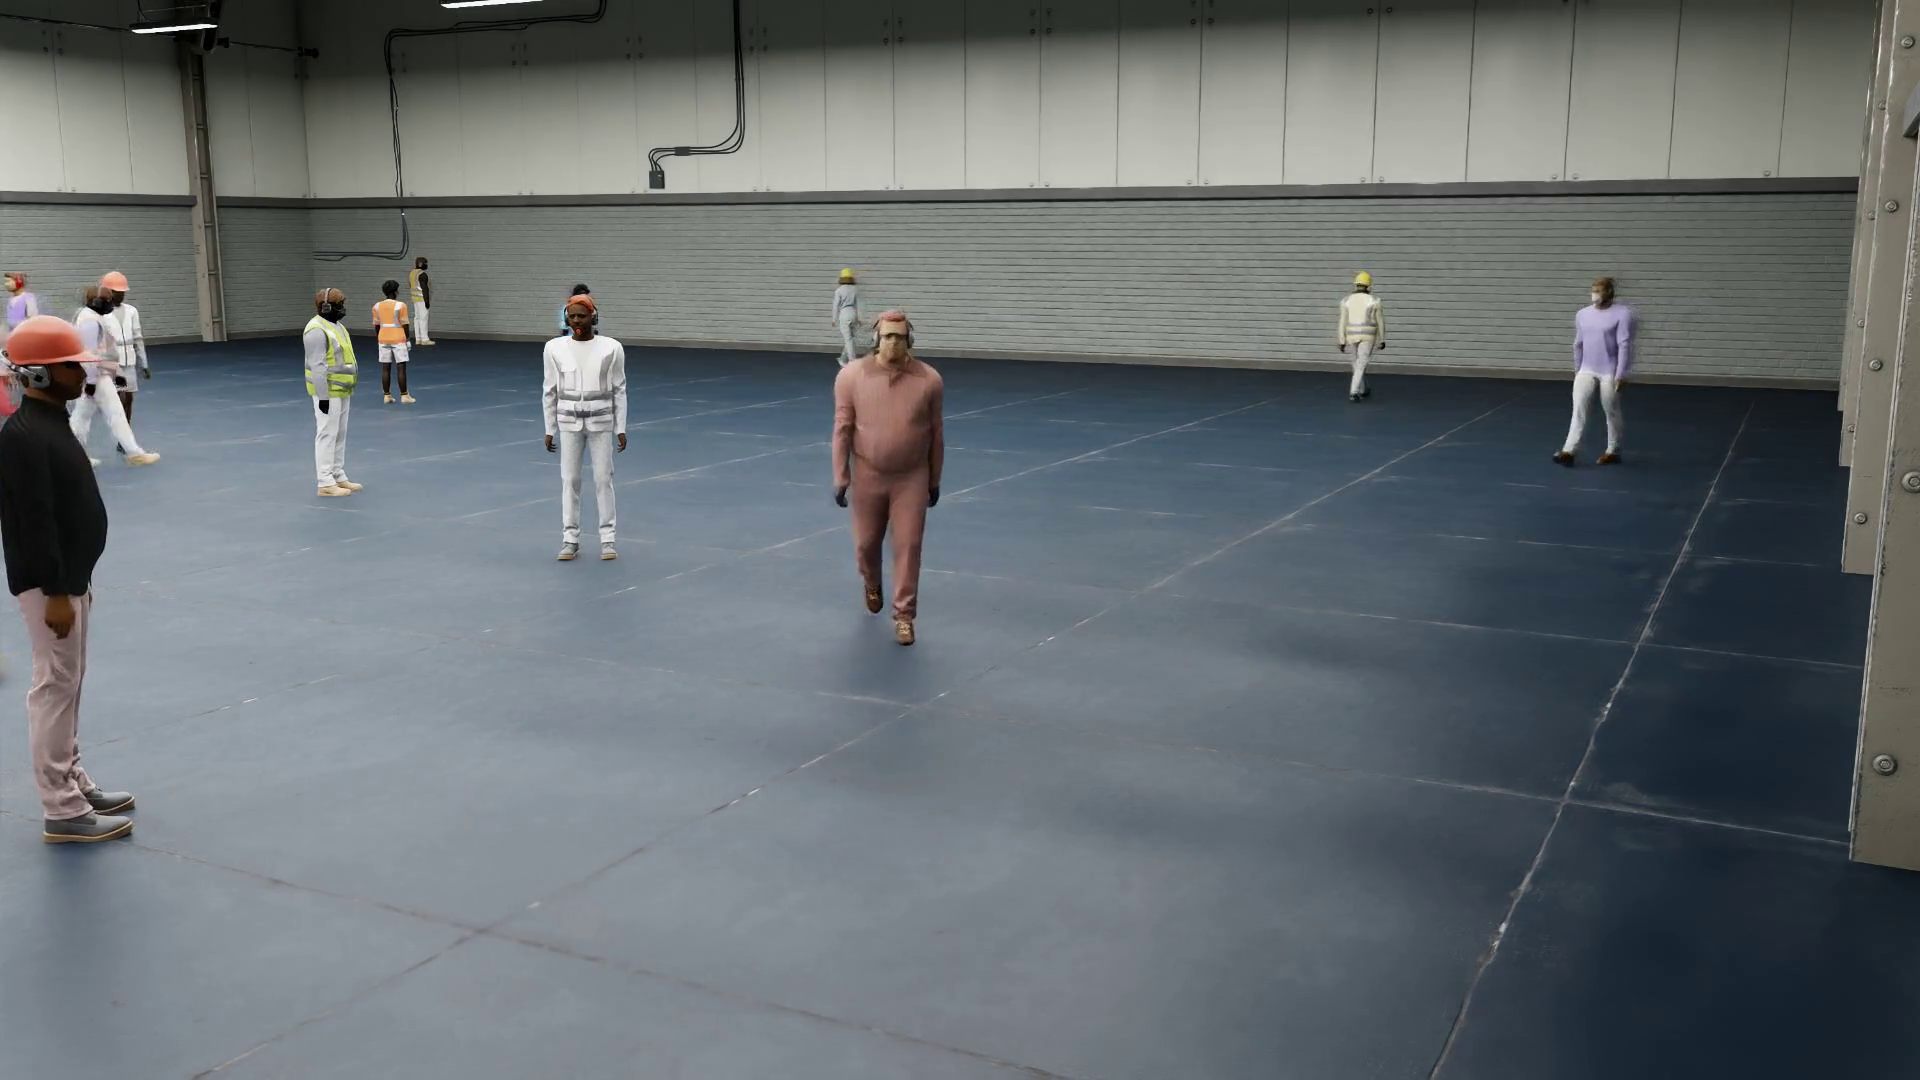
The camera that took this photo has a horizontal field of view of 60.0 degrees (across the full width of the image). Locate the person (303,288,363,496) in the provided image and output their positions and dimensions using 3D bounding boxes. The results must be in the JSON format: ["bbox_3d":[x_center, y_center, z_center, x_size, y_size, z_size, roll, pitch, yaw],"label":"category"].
[{"bbox_3d":[-5.548,-1.303,14.730,0.430,1.836,0.627,0,10,-2],"label":"person"}]

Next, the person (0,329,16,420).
[{"bbox_3d":[-9.810,-1.627,16.837,0.949,1.703,0.539,-1,10,-3],"label":"person"}]

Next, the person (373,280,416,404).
[{"bbox_3d":[-7.724,-2.694,22.679,0.529,1.695,0.321,3,11,14],"label":"person"}]

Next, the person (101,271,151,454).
[{"bbox_3d":[-8.794,-1.855,17.506,0.578,1.922,0.582,5,12,27],"label":"person"}]

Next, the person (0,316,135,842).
[{"bbox_3d":[-3.430,0.148,6.360,0.383,1.996,0.609,-4,11,-21],"label":"person"}]

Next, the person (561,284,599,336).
[{"bbox_3d":[-5.065,-2.584,22.183,0.531,1.659,0.869,-5,12,-26],"label":"person"}]

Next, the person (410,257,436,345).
[{"bbox_3d":[-11.313,-5.025,34.998,0.429,1.838,0.633,-9,14,-40],"label":"person"}]

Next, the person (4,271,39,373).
[{"bbox_3d":[-12.047,-2.529,21.390,0.600,1.832,0.453,8,13,37],"label":"person"}]

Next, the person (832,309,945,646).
[{"bbox_3d":[-0.407,-0.388,9.587,0.651,1.885,0.791,-1,10,-4],"label":"person"}]

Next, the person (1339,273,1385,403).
[{"bbox_3d":[5.554,-2.796,23.014,0.585,1.788,0.970,8,13,37],"label":"person"}]

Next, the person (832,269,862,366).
[{"bbox_3d":[-2.006,-3.823,28.777,0.508,1.701,0.849,-7,13,-35],"label":"person"}]

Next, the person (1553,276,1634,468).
[{"bbox_3d":[6.302,-1.651,16.467,1.003,1.882,0.651,-8,13,-38],"label":"person"}]

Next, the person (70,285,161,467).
[{"bbox_3d":[-8.439,-1.609,16.473,0.908,1.791,0.655,-6,12,-29],"label":"person"}]

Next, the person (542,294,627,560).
[{"bbox_3d":[-2.655,-0.792,11.789,0.584,1.882,0.345,-1,10,-6],"label":"person"}]
